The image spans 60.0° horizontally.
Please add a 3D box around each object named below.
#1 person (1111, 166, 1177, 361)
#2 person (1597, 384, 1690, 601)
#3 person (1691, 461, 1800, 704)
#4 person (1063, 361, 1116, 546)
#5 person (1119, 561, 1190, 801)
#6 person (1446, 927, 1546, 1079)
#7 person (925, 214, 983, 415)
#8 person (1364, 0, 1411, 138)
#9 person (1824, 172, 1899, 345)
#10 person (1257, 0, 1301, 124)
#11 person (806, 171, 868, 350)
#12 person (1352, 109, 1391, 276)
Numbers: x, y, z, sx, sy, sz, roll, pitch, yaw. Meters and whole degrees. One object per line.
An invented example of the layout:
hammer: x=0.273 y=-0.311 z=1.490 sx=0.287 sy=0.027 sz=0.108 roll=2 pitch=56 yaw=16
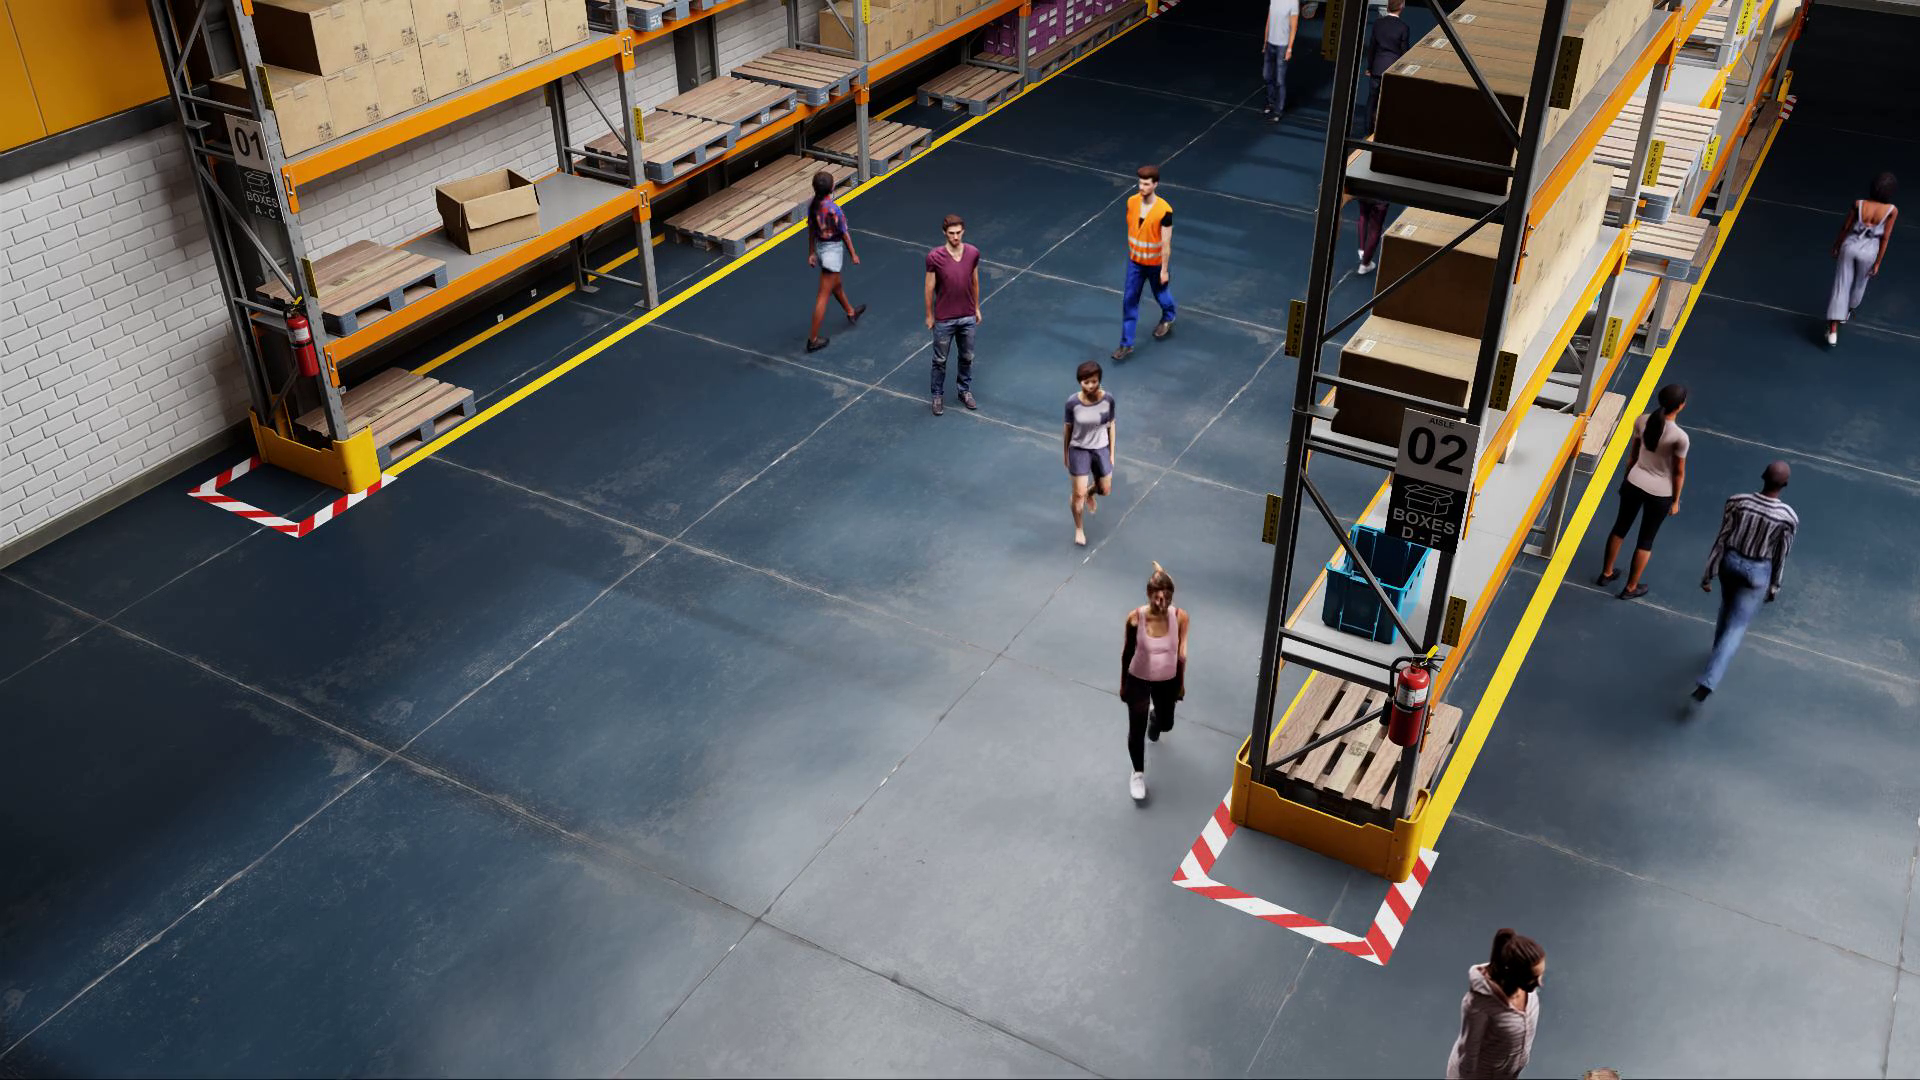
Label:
person: x=1.831 y=-2.663 z=15.704 sx=0.785 sy=1.843 sz=1.259 roll=23 pitch=40 yaw=31
person: x=5.095 y=-0.365 z=12.335 sx=0.668 sy=1.745 sz=0.683 roll=-21 pitch=39 yaw=-29
person: x=5.292 y=0.323 z=11.295 sx=0.735 sy=1.751 sz=1.190 roll=23 pitch=40 yaw=31
person: x=1.007 y=-0.735 z=13.070 sx=0.784 sy=1.548 sz=0.861 roll=-4 pitch=34 yaw=-6
person: x=1.224 y=0.837 z=10.628 sx=0.841 sy=1.633 sz=1.003 roll=2 pitch=34 yaw=2
person: x=2.537 y=2.509 z=8.058 sx=0.638 sy=1.693 sz=0.772 roll=-24 pitch=40 yaw=-31
person: x=-0.053 y=-2.016 z=14.723 sx=0.718 sy=1.852 sz=0.794 roll=-10 pitch=35 yaw=-15
person: x=5.256 y=-5.823 z=20.484 sx=0.715 sy=1.815 sz=0.631 roll=24 pitch=40 yaw=31
person: x=8.553 y=-2.653 z=15.861 sx=0.638 sy=1.652 sz=1.133 roll=15 pitch=36 yaw=21
person: x=4.076 y=-6.281 z=21.114 sx=0.766 sy=1.880 sz=0.739 roll=-24 pitch=41 yaw=-32
person: x=-1.310 y=-2.613 z=15.759 sx=1.162 sy=1.700 sz=0.801 roll=-28 pitch=42 yaw=-35
person: x=4.260 y=-3.602 z=17.188 sx=0.690 sy=1.764 sz=0.840 roll=22 pitch=39 yaw=29
